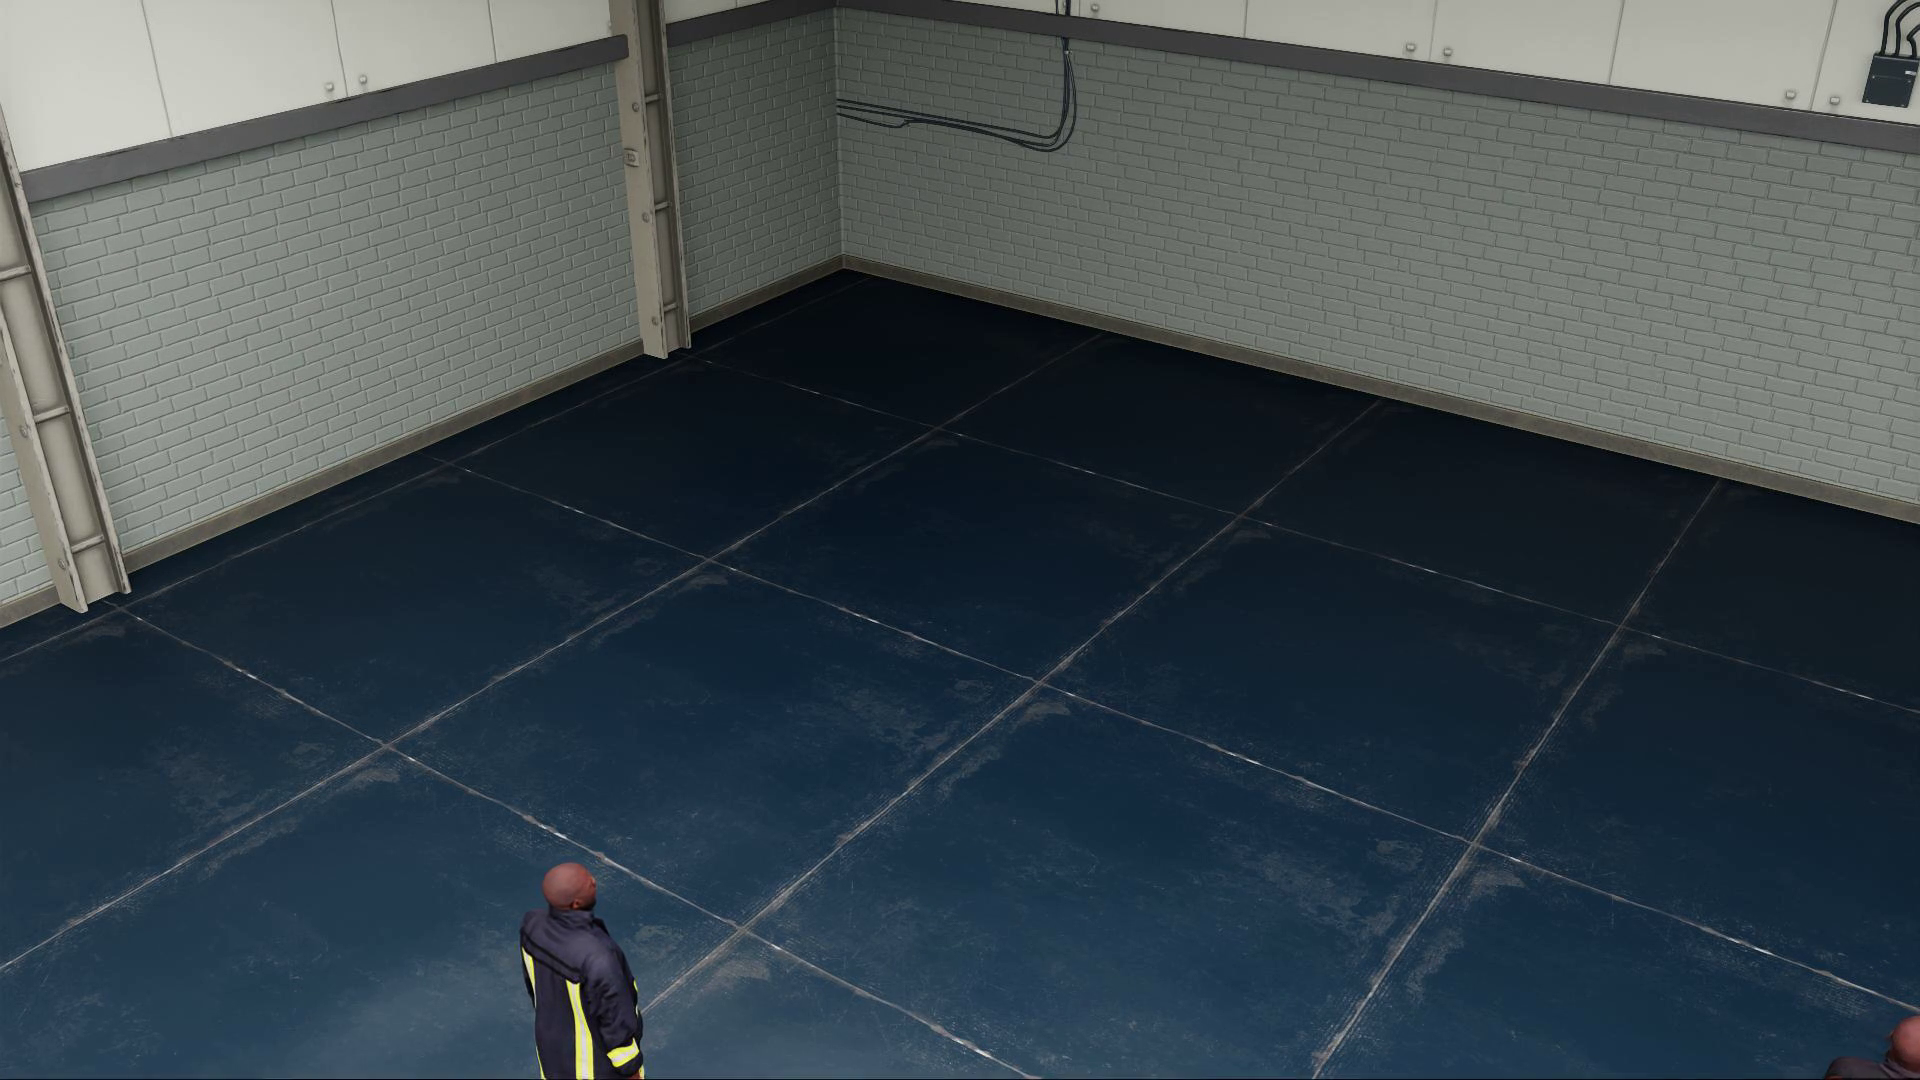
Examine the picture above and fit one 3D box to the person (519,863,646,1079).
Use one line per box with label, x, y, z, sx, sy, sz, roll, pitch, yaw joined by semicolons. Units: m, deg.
person;-1.589;2.110;7.100;0.744;1.823;0.660;20;34;33
